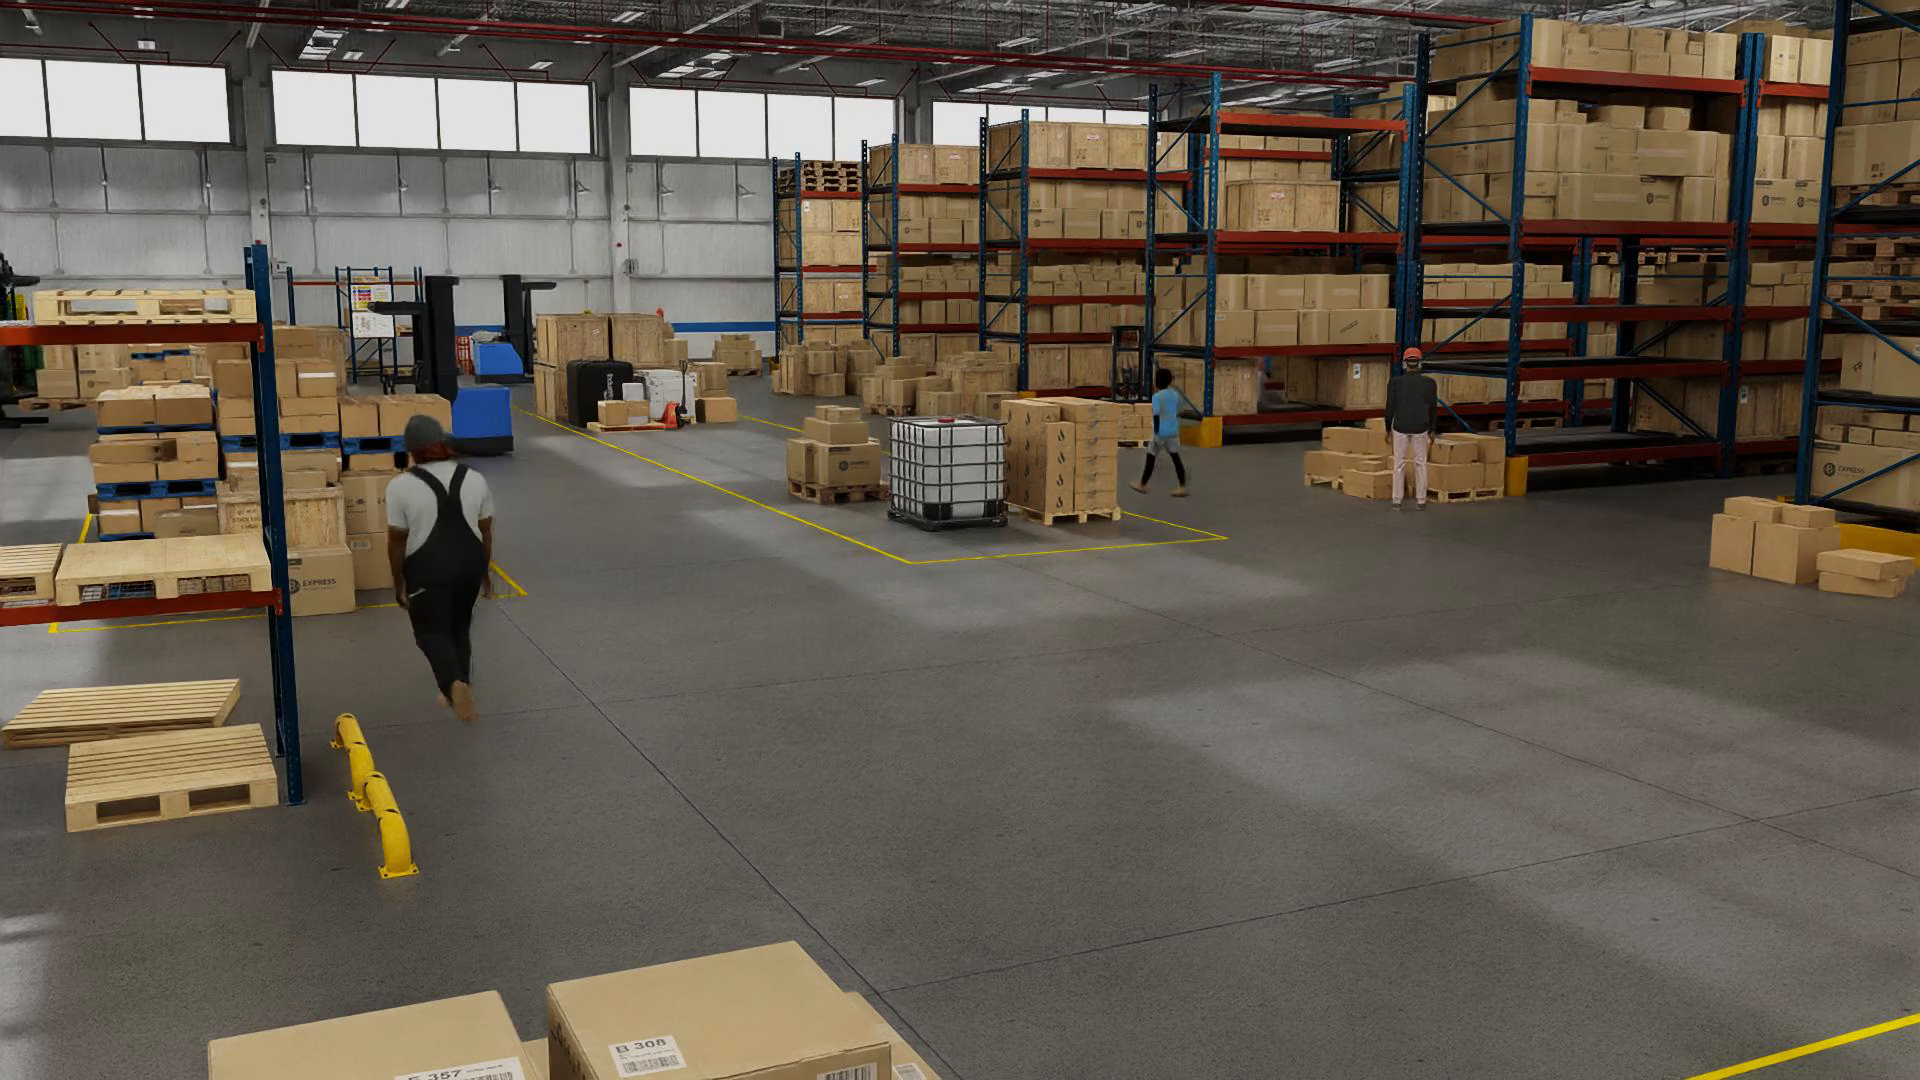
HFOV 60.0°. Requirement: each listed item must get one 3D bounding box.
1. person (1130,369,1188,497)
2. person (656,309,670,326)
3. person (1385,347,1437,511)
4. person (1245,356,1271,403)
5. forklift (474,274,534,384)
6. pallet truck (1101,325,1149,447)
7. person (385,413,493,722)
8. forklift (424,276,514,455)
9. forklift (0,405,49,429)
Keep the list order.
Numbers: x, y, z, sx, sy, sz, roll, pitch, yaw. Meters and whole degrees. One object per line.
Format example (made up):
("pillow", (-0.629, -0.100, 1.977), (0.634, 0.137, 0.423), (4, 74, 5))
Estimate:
("person", (2.613, -1.387, 21.469), (0.547, 1.644, 0.894), (-9, 13, -43))
("person", (-8.139, -5.322, 45.189), (0.564, 1.878, 1.006), (-1, 9, -8))
("person", (5.449, -1.335, 20.137), (0.614, 1.985, 0.406), (2, 9, 10))
("person", (5.935, -3.411, 33.558), (0.905, 1.809, 0.660), (-4, 10, -23))
("forklift", (-11.390, -5.366, 42.378), (1.873, 2.768, 1.129), (-4, 10, -25))
("pallet truck", (2.881, -2.596, 27.923), (0.823, 1.965, 1.885), (-1, 9, -7))
("person", (-3.274, 0.173, 10.609), (0.689, 2.000, 0.828), (-8, 12, -40))
("forklift", (-8.087, -2.736, 26.060), (1.873, 2.768, 1.129), (-4, 10, -25))
("forklift", (-18.124, -3.469, 30.608), (1.873, 2.768, 1.129), (0, 9, -2))
